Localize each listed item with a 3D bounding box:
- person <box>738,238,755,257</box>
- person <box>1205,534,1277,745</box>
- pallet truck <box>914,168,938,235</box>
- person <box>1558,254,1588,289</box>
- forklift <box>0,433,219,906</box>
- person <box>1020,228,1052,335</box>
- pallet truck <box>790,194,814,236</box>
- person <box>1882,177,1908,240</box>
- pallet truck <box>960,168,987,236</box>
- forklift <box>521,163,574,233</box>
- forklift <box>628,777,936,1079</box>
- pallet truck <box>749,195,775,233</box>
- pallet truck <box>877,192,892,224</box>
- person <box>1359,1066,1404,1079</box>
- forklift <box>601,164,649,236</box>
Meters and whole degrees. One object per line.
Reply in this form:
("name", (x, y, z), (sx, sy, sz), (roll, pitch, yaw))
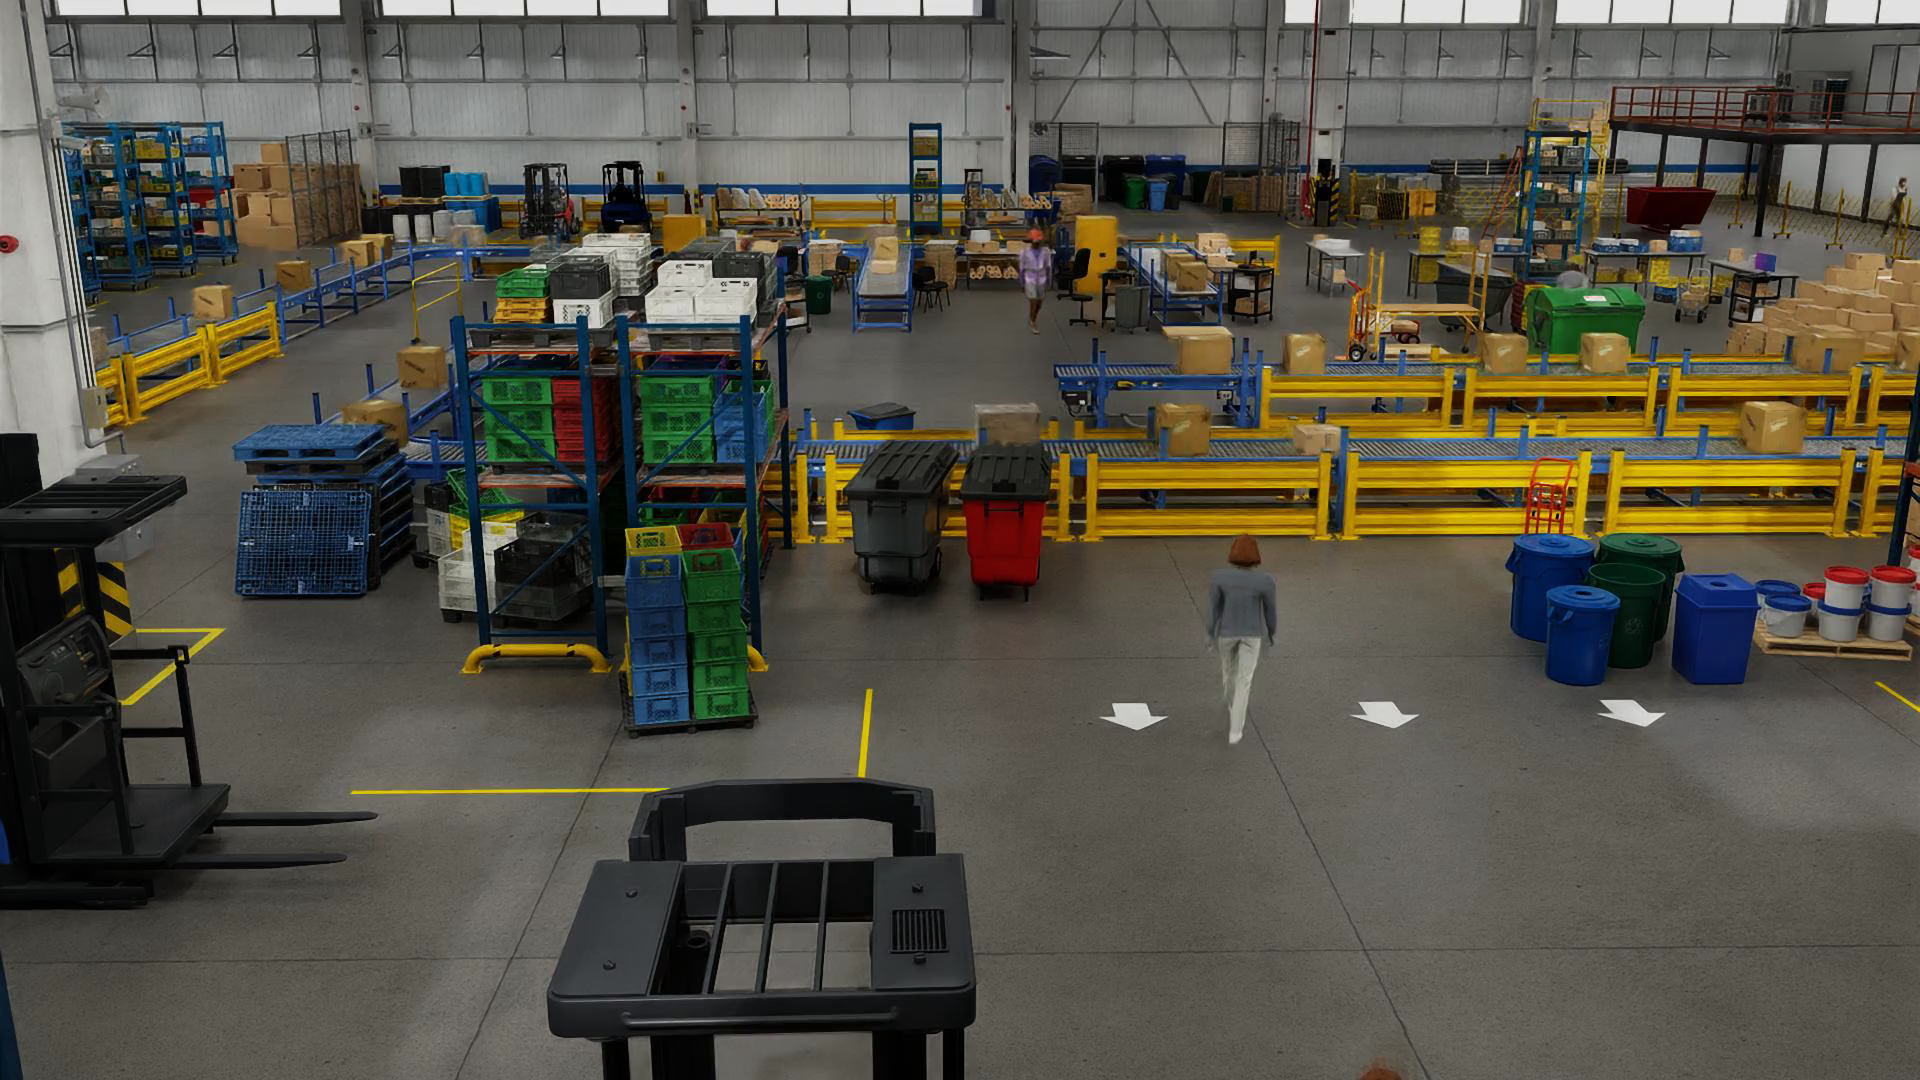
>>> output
("person", (-4.113, -4.766, 31.456), (0.742, 1.870, 0.722), (-3, 16, -9))
("person", (2.185, 0.718, 12.865), (0.527, 1.585, 0.839), (5, 17, 17))
("pallet truck", (-0.989, -10.316, 50.507), (0.823, 1.965, 1.885), (1, 16, 3))
("person", (10.761, -4.134, 29.354), (0.622, 1.816, 0.602), (-11, 19, -33))
("forklift", (-5.952, 0.780, 10.366), (1.873, 2.768, 1.129), (0, 16, -1))
("person", (1.439, -4.987, 31.954), (0.613, 2.023, 0.786), (-4, 16, -12))
("pallet truck", (-4.814, -9.883, 50.259), (0.704, 1.261, 1.522), (-1, 16, -3))
("person", (27.587, -9.762, 48.956), (0.528, 1.802, 0.988), (-2, 16, -6))
("pallet truck", (0.383, -10.230, 50.206), (0.823, 1.965, 1.885), (-1, 16, -3))
("forklift", (-12.233, -10.122, 49.298), (1.157, 1.987, 2.680), (0, 16, -1))
("forklift", (-0.542, 2.165, 5.552), (1.129, 2.768, 1.873), (-1, 16, -2))
("pallet truck", (-6.051, -9.967, 50.660), (0.680, 1.201, 1.601), (0, 16, -1))
("pallet truck", (-2.277, -9.986, 50.594), (0.653, 1.274, 1.630), (0, 16, -1))
("person", (1.514, 2.640, 6.153), (0.512, 1.618, 0.639), (2, 16, 7))
("forklift", (-9.948, -10.127, 49.296), (1.157, 1.987, 2.680), (-1, 16, -3))
